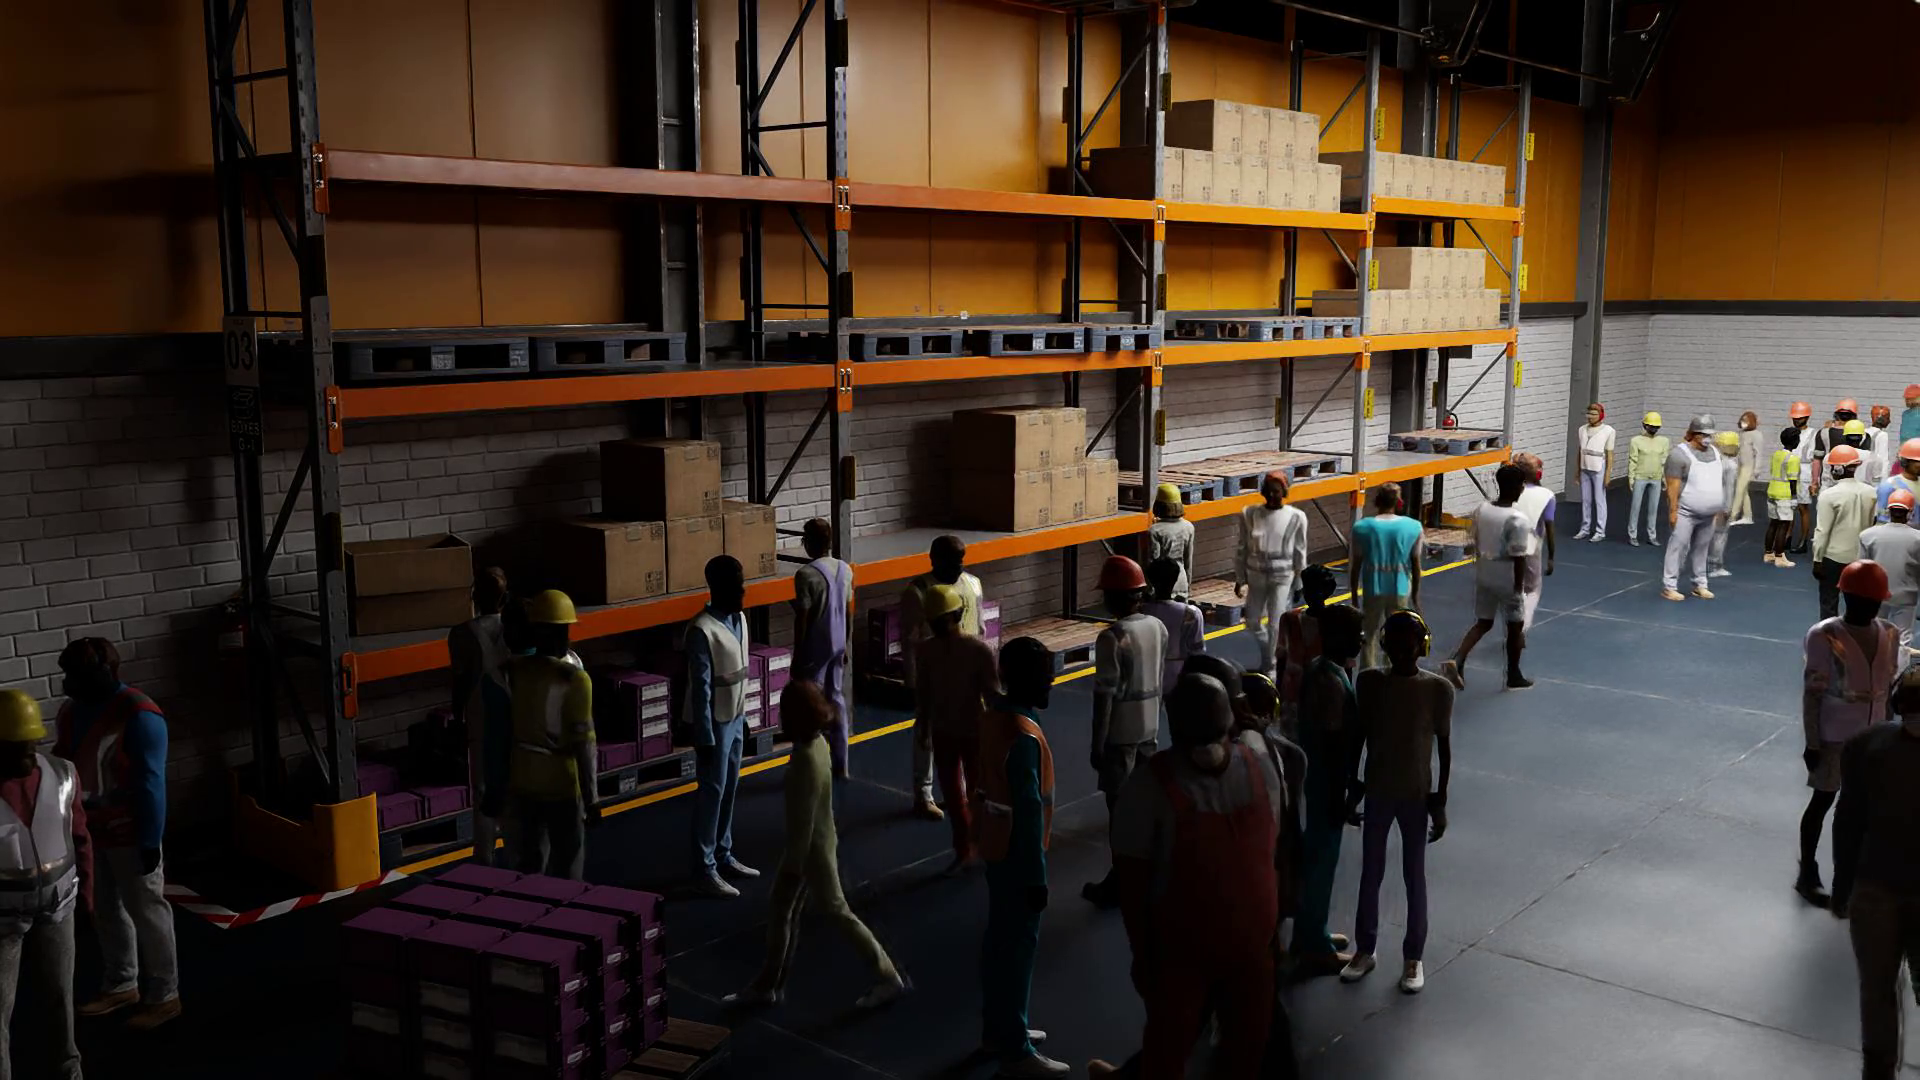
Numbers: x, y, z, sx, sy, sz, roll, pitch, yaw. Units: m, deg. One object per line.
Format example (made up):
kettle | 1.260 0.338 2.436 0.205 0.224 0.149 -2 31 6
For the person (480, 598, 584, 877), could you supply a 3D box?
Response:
person | -2.196 1.201 8.473 0.429 1.844 0.623 5 10 31

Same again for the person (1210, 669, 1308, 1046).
person | 1.209 1.416 7.165 0.558 1.832 0.779 3 9 18

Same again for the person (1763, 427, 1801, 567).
person | 9.932 -0.519 20.055 0.320 1.691 0.535 0 9 1

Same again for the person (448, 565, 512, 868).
person | -2.616 1.052 9.421 0.505 1.846 0.346 -3 9 -19

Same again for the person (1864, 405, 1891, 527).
person | 11.483 -0.752 20.926 0.355 1.886 0.572 0 9 -2

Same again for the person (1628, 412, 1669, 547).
person | 8.915 -0.784 21.539 0.525 1.762 0.339 0 9 0

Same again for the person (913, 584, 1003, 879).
person | 0.009 1.092 9.501 0.560 1.736 0.556 5 10 31

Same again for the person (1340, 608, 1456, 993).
person | 2.116 1.250 8.075 0.509 1.868 0.328 5 10 27

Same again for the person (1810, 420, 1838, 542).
person | 11.361 -0.743 21.670 0.315 1.636 0.515 1 9 8

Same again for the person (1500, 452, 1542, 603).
person | 5.966 -0.115 17.646 0.509 1.629 0.315 -7 11 -37

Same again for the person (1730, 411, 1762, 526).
person | 11.022 -1.006 23.442 0.498 1.614 0.567 -2 9 -11

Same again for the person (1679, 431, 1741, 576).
person | 8.683 -0.407 19.241 0.640 1.709 0.538 -3 9 -17

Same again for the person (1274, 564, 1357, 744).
person | 2.184 0.987 10.307 0.535 1.700 0.318 6 11 35

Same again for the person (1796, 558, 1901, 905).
person | 4.901 1.051 9.139 0.547 1.936 0.361 -2 9 -10

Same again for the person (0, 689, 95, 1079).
person | -3.773 1.489 6.680 0.403 1.824 0.593 6 11 36

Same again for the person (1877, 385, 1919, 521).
person | 13.317 -1.194 23.489 0.806 1.968 0.646 -1 9 -6

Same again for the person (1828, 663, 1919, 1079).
person | 3.915 1.420 6.797 0.607 1.922 0.637 -8 12 -41

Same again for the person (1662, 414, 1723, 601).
person | 7.913 -0.357 17.878 0.690 2.000 0.541 -3 9 -16

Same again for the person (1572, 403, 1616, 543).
person | 8.399 -0.892 21.987 0.390 1.837 0.561 -4 10 -26

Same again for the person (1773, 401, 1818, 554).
person | 10.582 -0.788 21.034 0.386 1.929 0.543 -4 10 -25

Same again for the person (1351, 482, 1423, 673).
person | 3.460 0.429 13.527 0.563 1.815 0.593 2 9 11

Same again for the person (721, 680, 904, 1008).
person | -0.668 1.433 7.770 0.839 1.596 0.511 -2 9 -10

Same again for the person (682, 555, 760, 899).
person | -1.359 1.027 9.350 0.373 1.917 0.595 2 9 14

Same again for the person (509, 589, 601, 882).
person | -2.028 1.198 8.278 0.590 1.915 0.404 6 10 32

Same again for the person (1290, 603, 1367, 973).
person | 1.844 1.221 8.333 0.328 1.842 0.516 0 9 3

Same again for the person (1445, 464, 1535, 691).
person | 4.445 0.325 13.822 0.791 1.939 0.618 -5 10 -31

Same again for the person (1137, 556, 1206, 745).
person | 1.295 0.943 10.605 0.532 1.696 0.319 1 9 7

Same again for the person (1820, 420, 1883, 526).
person | 9.777 -0.359 18.295 0.586 1.918 0.396 5 10 27

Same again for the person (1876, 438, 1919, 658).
person | 8.566 0.087 15.065 0.608 2.033 0.427 -3 9 -17

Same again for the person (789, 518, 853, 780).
person | -0.939 0.762 11.333 0.339 1.834 0.523 7 12 40

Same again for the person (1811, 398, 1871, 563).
person | 10.600 -0.686 20.047 0.611 2.032 0.410 5 10 30

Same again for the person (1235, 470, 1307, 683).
person | 2.633 0.324 14.040 0.592 1.868 0.567 4 10 24

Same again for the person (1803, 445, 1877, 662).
person | 7.855 0.143 14.847 0.618 1.986 0.406 -2 9 -15

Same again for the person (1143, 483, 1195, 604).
person | 1.750 0.388 14.029 0.487 1.746 0.287 -6 11 -33

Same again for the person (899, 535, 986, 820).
person | -0.086 0.870 10.647 0.628 1.836 0.430 -7 11 -38

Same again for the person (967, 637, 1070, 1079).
person | 0.241 1.359 7.207 0.391 1.919 0.590 -2 9 -13

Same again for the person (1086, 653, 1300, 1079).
person | 0.931 1.403 6.530 1.022 2.000 0.697 3 9 19

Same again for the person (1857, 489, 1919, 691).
person | 7.633 0.452 13.616 0.567 1.743 0.350 8 12 41

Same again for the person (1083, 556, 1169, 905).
person | 0.904 1.044 9.207 0.388 1.930 0.544 8 12 43

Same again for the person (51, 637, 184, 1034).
person | -3.883 1.340 7.624 0.634 1.836 0.432 5 10 28

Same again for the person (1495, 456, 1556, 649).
person | 5.211 0.130 15.437 0.616 1.822 0.454 6 11 36

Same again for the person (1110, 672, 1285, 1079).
person | 0.924 1.453 6.209 0.688 2.000 0.538 -4 10 -22
